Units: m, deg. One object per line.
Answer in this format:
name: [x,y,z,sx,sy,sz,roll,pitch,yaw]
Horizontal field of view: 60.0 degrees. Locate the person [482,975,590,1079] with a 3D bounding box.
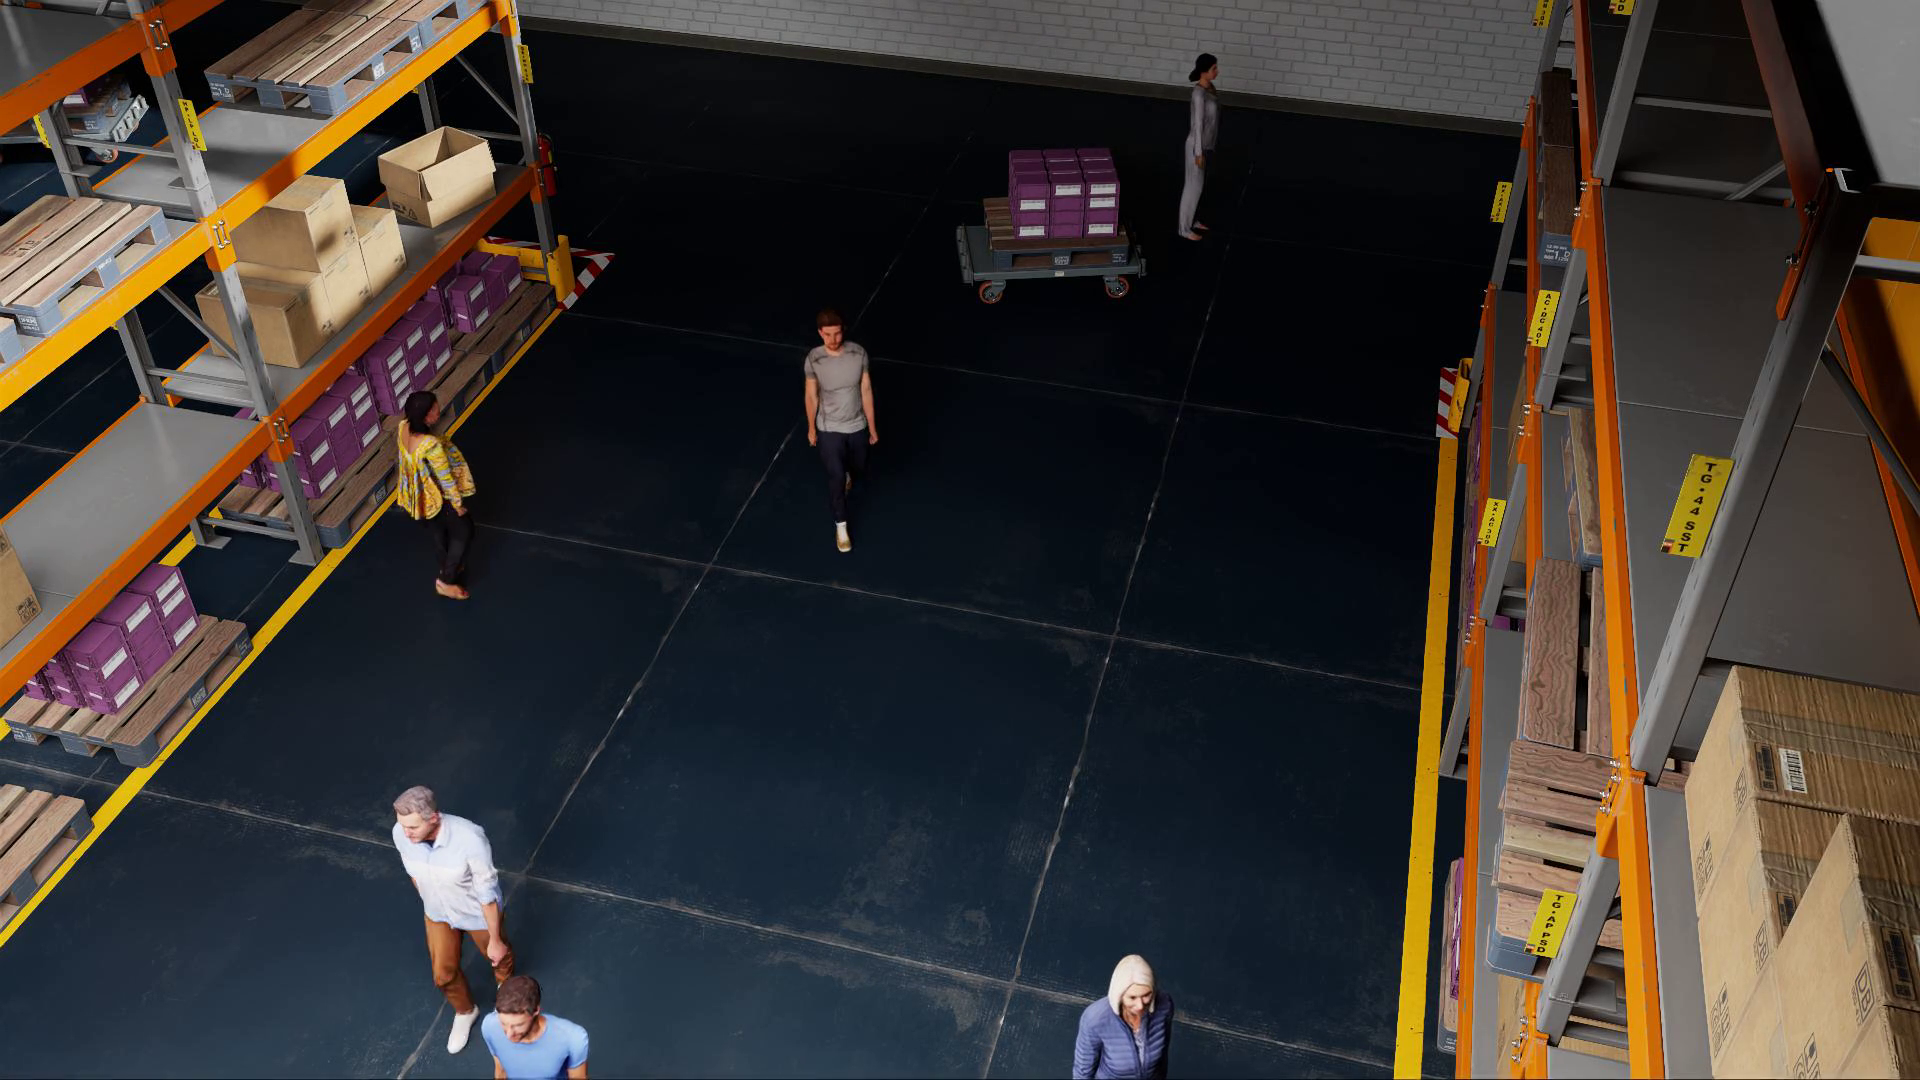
person: [-1.877,2.577,7.657,0.640,1.859,0.576,7,39,8]

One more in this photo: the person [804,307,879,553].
person: [-0.856,-0.873,11.965,0.995,1.874,1.165,-9,40,-12]

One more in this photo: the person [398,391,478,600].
person: [-3.602,-0.304,11.432,0.854,1.650,0.903,23,44,26]

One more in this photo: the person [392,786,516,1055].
person: [-2.555,1.832,8.638,0.772,1.798,0.812,2,39,3]

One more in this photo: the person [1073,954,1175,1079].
person: [0.757,2.538,7.797,0.728,1.745,0.747,-13,40,-16]

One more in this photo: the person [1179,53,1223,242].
person: [2.236,-3.690,15.571,0.670,1.774,0.503,14,41,17]
